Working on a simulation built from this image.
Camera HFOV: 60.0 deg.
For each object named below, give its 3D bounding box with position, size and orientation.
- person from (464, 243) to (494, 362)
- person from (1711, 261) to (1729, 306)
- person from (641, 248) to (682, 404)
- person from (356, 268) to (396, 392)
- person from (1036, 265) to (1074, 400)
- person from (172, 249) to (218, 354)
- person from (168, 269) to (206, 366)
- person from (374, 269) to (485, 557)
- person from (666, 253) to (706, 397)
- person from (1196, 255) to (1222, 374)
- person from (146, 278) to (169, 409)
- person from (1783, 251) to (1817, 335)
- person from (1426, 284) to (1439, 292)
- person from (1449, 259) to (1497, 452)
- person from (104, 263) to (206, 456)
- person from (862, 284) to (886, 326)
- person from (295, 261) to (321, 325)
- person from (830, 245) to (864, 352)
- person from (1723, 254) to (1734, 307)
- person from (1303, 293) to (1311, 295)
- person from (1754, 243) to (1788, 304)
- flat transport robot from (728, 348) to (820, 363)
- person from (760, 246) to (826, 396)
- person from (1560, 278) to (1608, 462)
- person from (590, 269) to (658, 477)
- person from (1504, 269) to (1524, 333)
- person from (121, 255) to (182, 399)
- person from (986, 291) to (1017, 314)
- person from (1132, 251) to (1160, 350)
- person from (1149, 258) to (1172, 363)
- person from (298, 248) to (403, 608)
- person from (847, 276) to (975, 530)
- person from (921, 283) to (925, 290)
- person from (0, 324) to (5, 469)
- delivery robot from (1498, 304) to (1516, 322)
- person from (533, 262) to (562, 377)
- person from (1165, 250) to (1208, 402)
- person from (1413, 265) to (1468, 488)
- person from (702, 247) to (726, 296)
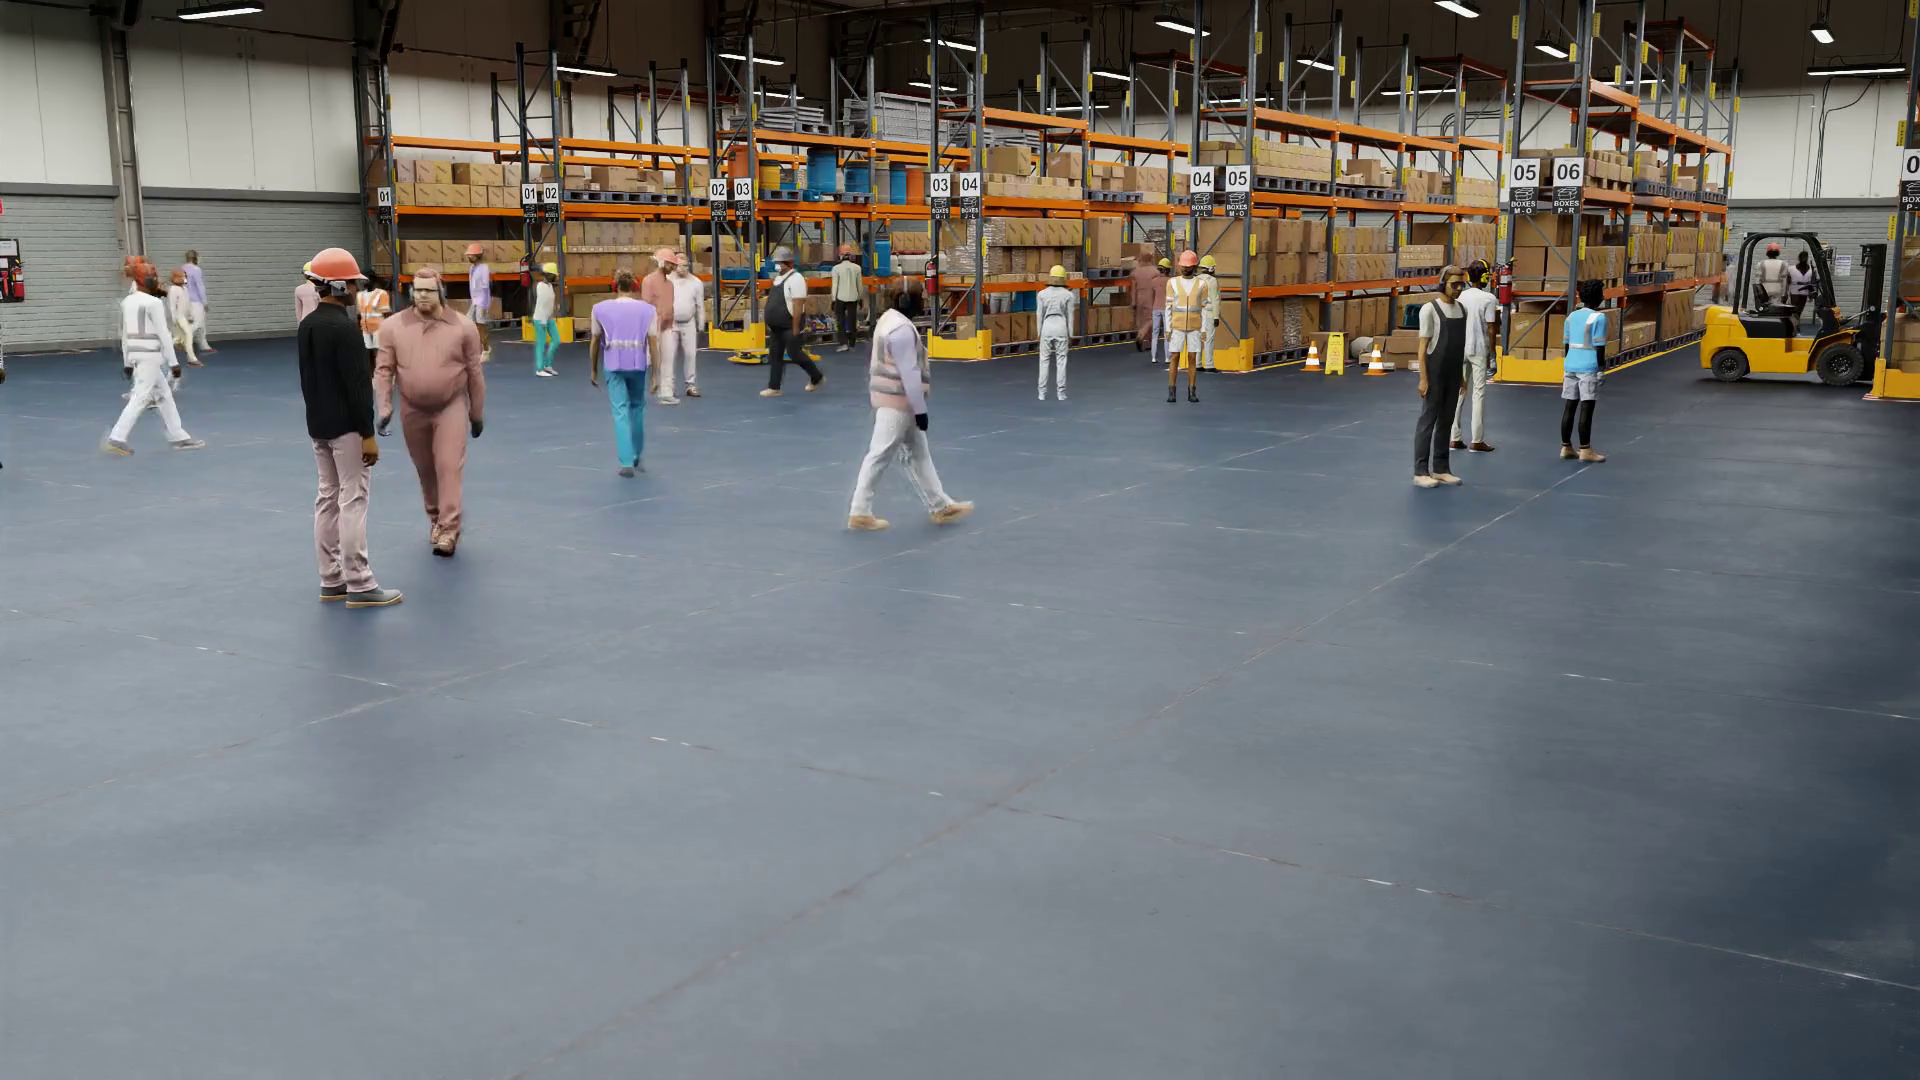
[{"bbox_3d":[-8.191,-4.021,28.241,0.421,2.026,0.644,-8,13,-36],"label":"person"},{"bbox_3d":[17.424,-5.580,38.090,0.533,1.621,0.378,-8,13,-37],"label":"person"},{"bbox_3d":[-3.875,-2.692,21.004,0.772,1.959,0.642,5,11,28],"label":"person"},{"bbox_3d":[-7.993,-2.859,22.683,0.560,1.685,0.380,4,11,22],"label":"person"},{"bbox_3d":[1.233,-2.681,21.564,0.488,1.741,0.317,1,10,7],"label":"person"},{"bbox_3d":[-13.934,-4.308,30.156,0.636,1.921,0.792,10,14,43],"label":"person"},{"bbox_3d":[-12.930,-3.674,27.481,0.752,1.608,0.504,-1,10,-3],"label":"person"},{"bbox_3d":[-3.474,-0.840,10.924,0.649,1.861,0.984,-1,10,-5],"label":"person"},{"bbox_3d":[-3.667,-2.821,21.926,0.672,1.887,0.412,-4,11,-22],"label":"person"},{"bbox_3d":[3.846,-3.502,25.874,0.403,1.837,0.588,-6,12,-30],"label":"person"},{"bbox_3d":[-9.877,-2.415,20.415,0.409,1.605,0.525,-10,14,-44],"label":"person"},{"bbox_3d":[17.887,-5.217,35.476,0.577,1.861,1.075,1,10,6],"label":"person"},{"bbox_3d":[11.607,-6.209,40.991,0.989,1.858,0.578,-6,12,-31],"label":"person"},{"bbox_3d":[5.003,-1.791,16.204,0.310,1.868,0.532,-9,13,-40],"label":"person"},{"bbox_3d":[-7.853,-1.739,16.027,0.587,1.842,1.002,8,13,39],"label":"person"},{"bbox_3d":[-2.099,-5.924,39.550,0.595,1.802,0.857,7,12,33],"label":"person"},{"bbox_3d":[-9.000,-2.988,23.193,0.523,1.769,0.319,3,11,17],"label":"person"},{"bbox_3d":[-2.077,-4.503,31.124,0.728,1.974,0.536,-5,11,-28],"label":"person"},{"bbox_3d":[17.812,-5.770,38.776,0.533,1.764,1.110,-6,12,-32],"label":"person"},{"bbox_3d":[9.198,-6.658,44.104,0.309,1.641,0.511,5,11,24],"label":"person"},{"bbox_3d":[16.785,-5.134,34.474,0.626,2.021,0.661,3,11,17],"label":"person"},{"bbox_3d":[-3.159,-3.143,28.251,1.431,0.197,0.652,-6,12,-32],"label":"flat transport robot"},{"bbox_3d":[-2.204,-2.925,22.070,0.852,2.000,0.693,-6,12,-32],"label":"person"},{"bbox_3d":[5.805,-1.573,15.459,0.322,1.697,0.535,-3,11,-16],"label":"person"},{"bbox_3d":[-2.967,-1.487,14.711,0.577,1.793,0.973,-4,11,-20],"label":"person"},{"bbox_3d":[12.526,-5.601,37.524,0.561,1.888,1.019,4,11,23],"label":"person"},{"bbox_3d":[-10.579,-2.756,21.590,0.645,1.873,0.598,-5,11,-25],"label":"person"},{"bbox_3d":[0.817,-4.811,32.953,0.630,1.932,0.365,1,10,4],"label":"person"},{"bbox_3d":[3.525,-4.509,31.383,0.651,1.886,0.790,9,14,42],"label":"person"},{"bbox_3d":[3.437,-3.863,28.100,0.522,1.769,0.311,7,12,32],"label":"person"},{"bbox_3d":[-3.437,-0.616,9.270,0.612,1.995,0.376,9,13,41],"label":"person"},{"bbox_3d":[-0.367,-0.958,11.764,0.966,1.789,0.657,-1,10,-7],"label":"person"},{"bbox_3d":[-1.253,-8.430,54.086,0.537,1.629,0.290,-9,13,-40],"label":"person"},{"bbox_3d":[-8.822,-1.559,14.817,0.584,1.894,0.869,-8,13,-36],"label":"person"},{"bbox_3d":[13.099,-5.489,40.331,0.707,0.478,0.477,-1,10,-8],"label":"delivery robot"},{"bbox_3d":[-6.275,-3.333,25.227,0.445,1.733,0.550,2,10,10],"label":"person"},{"bbox_3d":[2.885,-2.713,21.195,0.542,1.931,0.375,0,10,1],"label":"person"},{"bbox_3d":[4.020,-1.358,13.850,0.517,1.842,0.327,-6,12,-31],"label":"person"},{"bbox_3d":[-6.159,-6.335,41.473,0.618,1.933,0.855,9,13,41],"label":"person"}]
